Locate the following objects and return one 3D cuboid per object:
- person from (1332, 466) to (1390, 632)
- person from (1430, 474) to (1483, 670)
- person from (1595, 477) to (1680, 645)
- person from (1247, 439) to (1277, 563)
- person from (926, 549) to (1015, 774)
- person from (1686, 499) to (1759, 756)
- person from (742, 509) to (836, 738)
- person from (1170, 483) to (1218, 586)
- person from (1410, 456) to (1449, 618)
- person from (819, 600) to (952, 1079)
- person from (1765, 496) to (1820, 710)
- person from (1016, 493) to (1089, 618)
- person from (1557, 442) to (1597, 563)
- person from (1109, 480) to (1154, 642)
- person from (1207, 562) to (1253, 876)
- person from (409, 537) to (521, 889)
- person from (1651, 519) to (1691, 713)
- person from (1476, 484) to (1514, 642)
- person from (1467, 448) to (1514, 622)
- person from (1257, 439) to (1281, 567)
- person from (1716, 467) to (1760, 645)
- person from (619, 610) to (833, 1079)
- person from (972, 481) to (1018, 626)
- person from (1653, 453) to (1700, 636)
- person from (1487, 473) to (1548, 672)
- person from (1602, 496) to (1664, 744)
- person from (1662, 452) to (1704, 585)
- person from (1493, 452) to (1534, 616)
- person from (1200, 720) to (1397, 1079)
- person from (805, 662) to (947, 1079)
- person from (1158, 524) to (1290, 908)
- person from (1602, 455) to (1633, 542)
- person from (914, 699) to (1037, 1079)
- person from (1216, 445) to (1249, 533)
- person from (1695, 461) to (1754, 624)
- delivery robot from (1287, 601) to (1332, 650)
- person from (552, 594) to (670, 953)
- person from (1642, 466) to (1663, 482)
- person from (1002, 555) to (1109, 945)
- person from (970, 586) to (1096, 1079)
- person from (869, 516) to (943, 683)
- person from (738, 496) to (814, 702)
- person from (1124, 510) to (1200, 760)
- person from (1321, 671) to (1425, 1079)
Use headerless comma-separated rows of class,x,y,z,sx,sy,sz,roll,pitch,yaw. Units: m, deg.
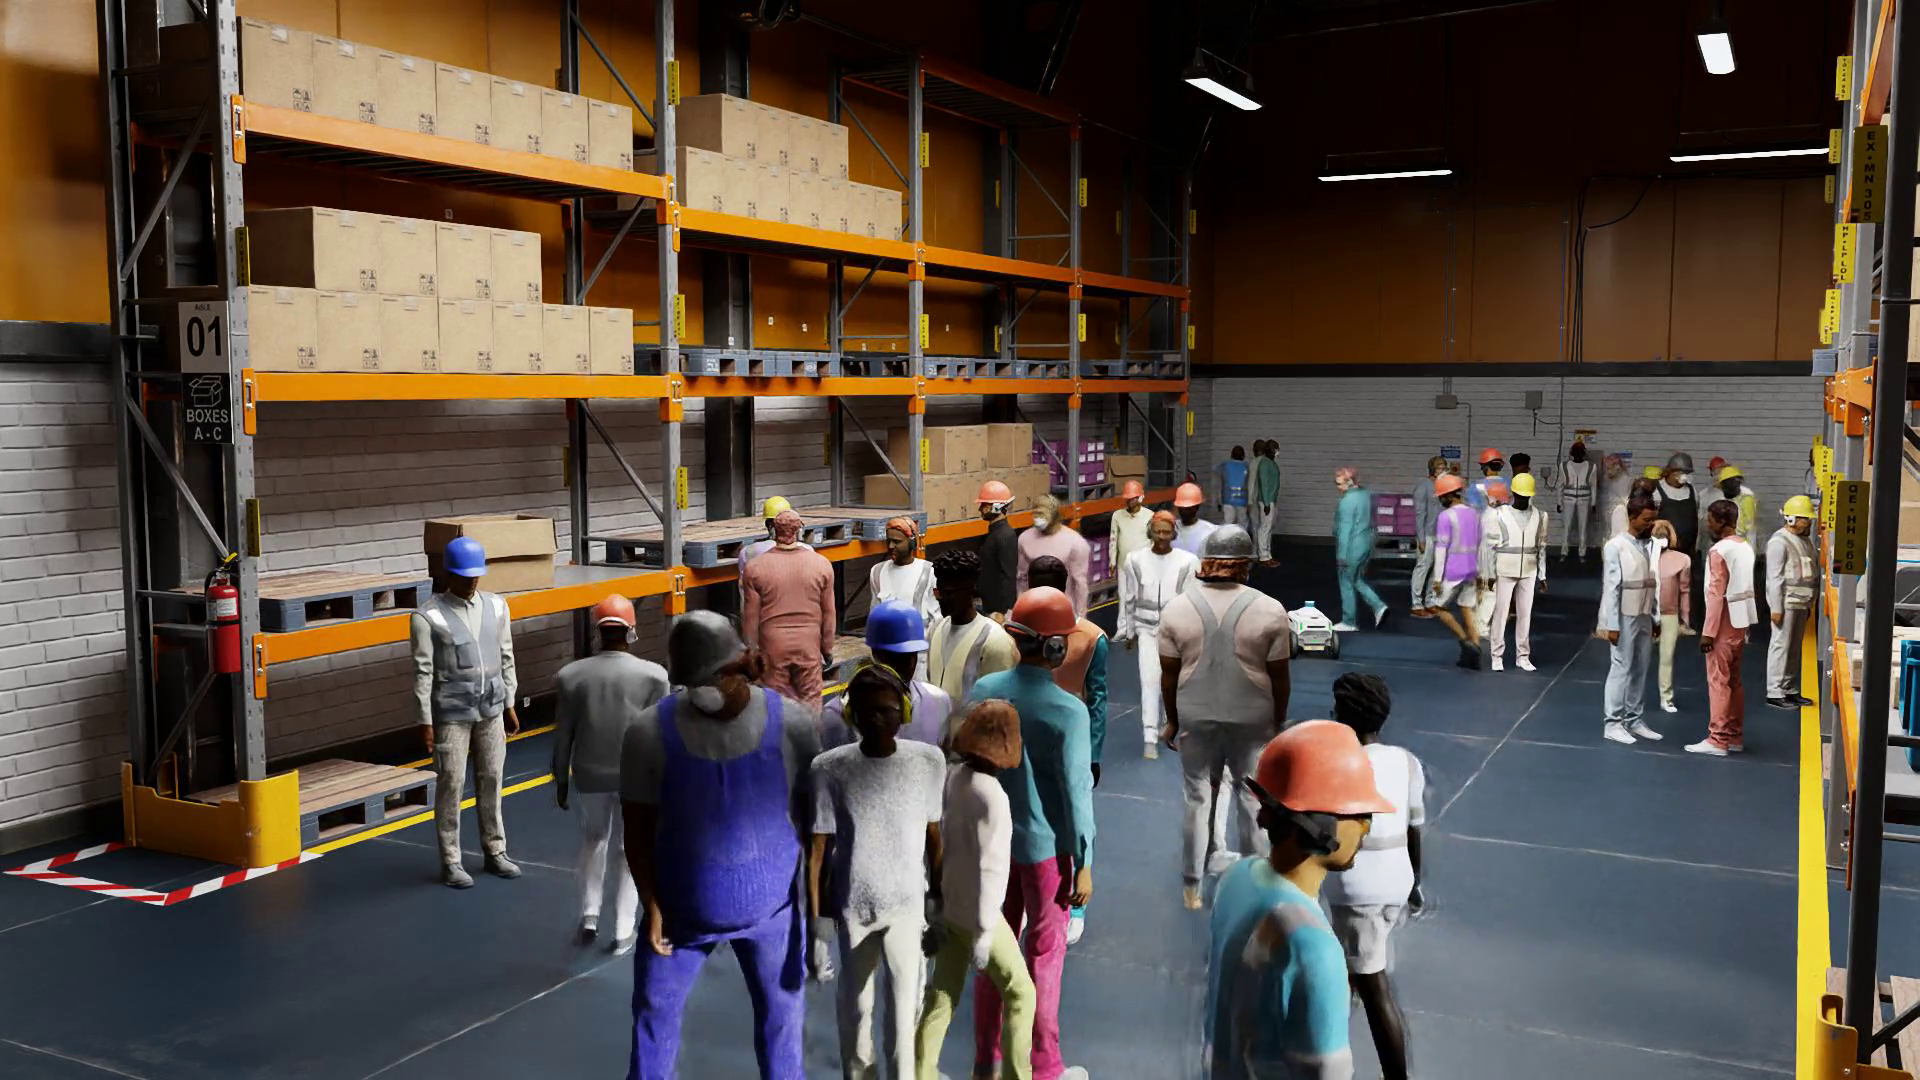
person,4.378,0.115,18.354,0.581,1.865,0.724,4,7,36
person,4.796,0.320,16.020,0.644,1.896,0.538,-3,6,-33
person,7.180,0.222,17.656,0.641,1.778,0.948,-4,7,-35
person,4.647,-0.597,25.722,0.630,1.931,0.405,-5,7,-42
person,0.024,1.015,8.226,0.374,1.958,0.599,-4,7,-40
person,5.731,0.651,12.414,0.392,1.908,0.596,5,7,43
person,-1.174,0.742,11.409,0.643,1.909,0.410,-1,5,-14
person,1.956,0.461,14.425,0.575,1.909,0.702,4,6,34
person,5.589,-0.036,19.685,0.625,1.930,0.374,-4,7,-40
person,-0.259,1.191,6.350,0.614,1.947,0.388,-4,7,-40
person,7.081,0.530,14.152,0.583,1.823,0.403,-4,7,-39
person,0.712,0.582,13.066,0.658,1.922,0.418,3,6,29
person,9.542,-0.579,25.740,0.583,1.882,0.337,2,6,21
person,1.841,0.233,17.708,0.573,1.746,0.346,3,6,28
person,1.459,0.925,9.382,0.374,1.915,0.596,0,5,-5
person,-2.716,0.942,9.154,0.419,1.933,0.615,5,7,42
person,5.863,0.638,13.979,0.507,1.631,0.268,1,5,11
person,5.733,0.244,17.850,0.386,1.709,0.692,2,6,21
person,6.169,-0.055,19.347,0.606,2.035,0.425,-1,5,-6
person,4.695,-0.557,25.220,0.372,1.940,0.632,2,6,20
person,8.339,0.168,17.796,0.373,1.876,0.685,0,5,3
person,-0.847,1.200,5.762,0.956,2.000,0.533,-1,5,-8
person,0.291,0.523,13.286,0.382,1.993,0.622,-1,5,-6
person,7.803,0.036,18.289,0.762,2.000,0.582,0,5,-2
person,5.358,0.311,15.981,0.585,1.918,0.386,0,5,-1
person,5.184,0.610,12.849,0.598,1.908,0.410,-3,6,-33
person,9.898,-0.292,22.936,0.572,1.834,0.951,-3,6,-33
person,6.642,-0.072,19.889,0.368,1.959,0.599,-2,6,-21
person,0.845,1.403,3.738,0.962,2.004,0.638,0,5,0
person,-0.296,1.309,5.850,0.518,1.814,0.999,-1,5,-7
person,1.406,0.922,8.750,0.675,2.000,0.537,2,6,20
person,8.379,-0.145,21.156,0.465,1.872,0.735,2,6,16
person,0.117,1.381,6.116,0.707,1.607,0.514,-2,6,-21
person,4.336,-0.585,26.177,0.620,1.818,0.756,1,5,14
person,8.784,0.031,19.136,0.651,1.891,0.674,3,6,30
delivery robot,3.535,0.859,16.839,0.477,0.478,0.707,0,5,1
person,-1.675,1.133,8.117,0.585,1.734,0.406,0,5,4
person,8.447,-0.018,20.336,0.327,1.767,0.533,1,5,10
person,0.447,1.026,8.283,0.593,1.919,0.388,3,6,26
person,0.288,1.168,6.432,0.395,1.989,0.619,-5,7,-42
person,-0.370,0.780,11.176,0.570,1.880,0.355,3,6,28
person,-1.362,0.636,12.435,0.588,1.927,0.365,-1,5,-12
person,1.539,0.673,12.587,0.586,1.840,0.998,1,5,11
person,1.464,1.325,6.402,0.557,1.652,0.836,-4,7,-37
